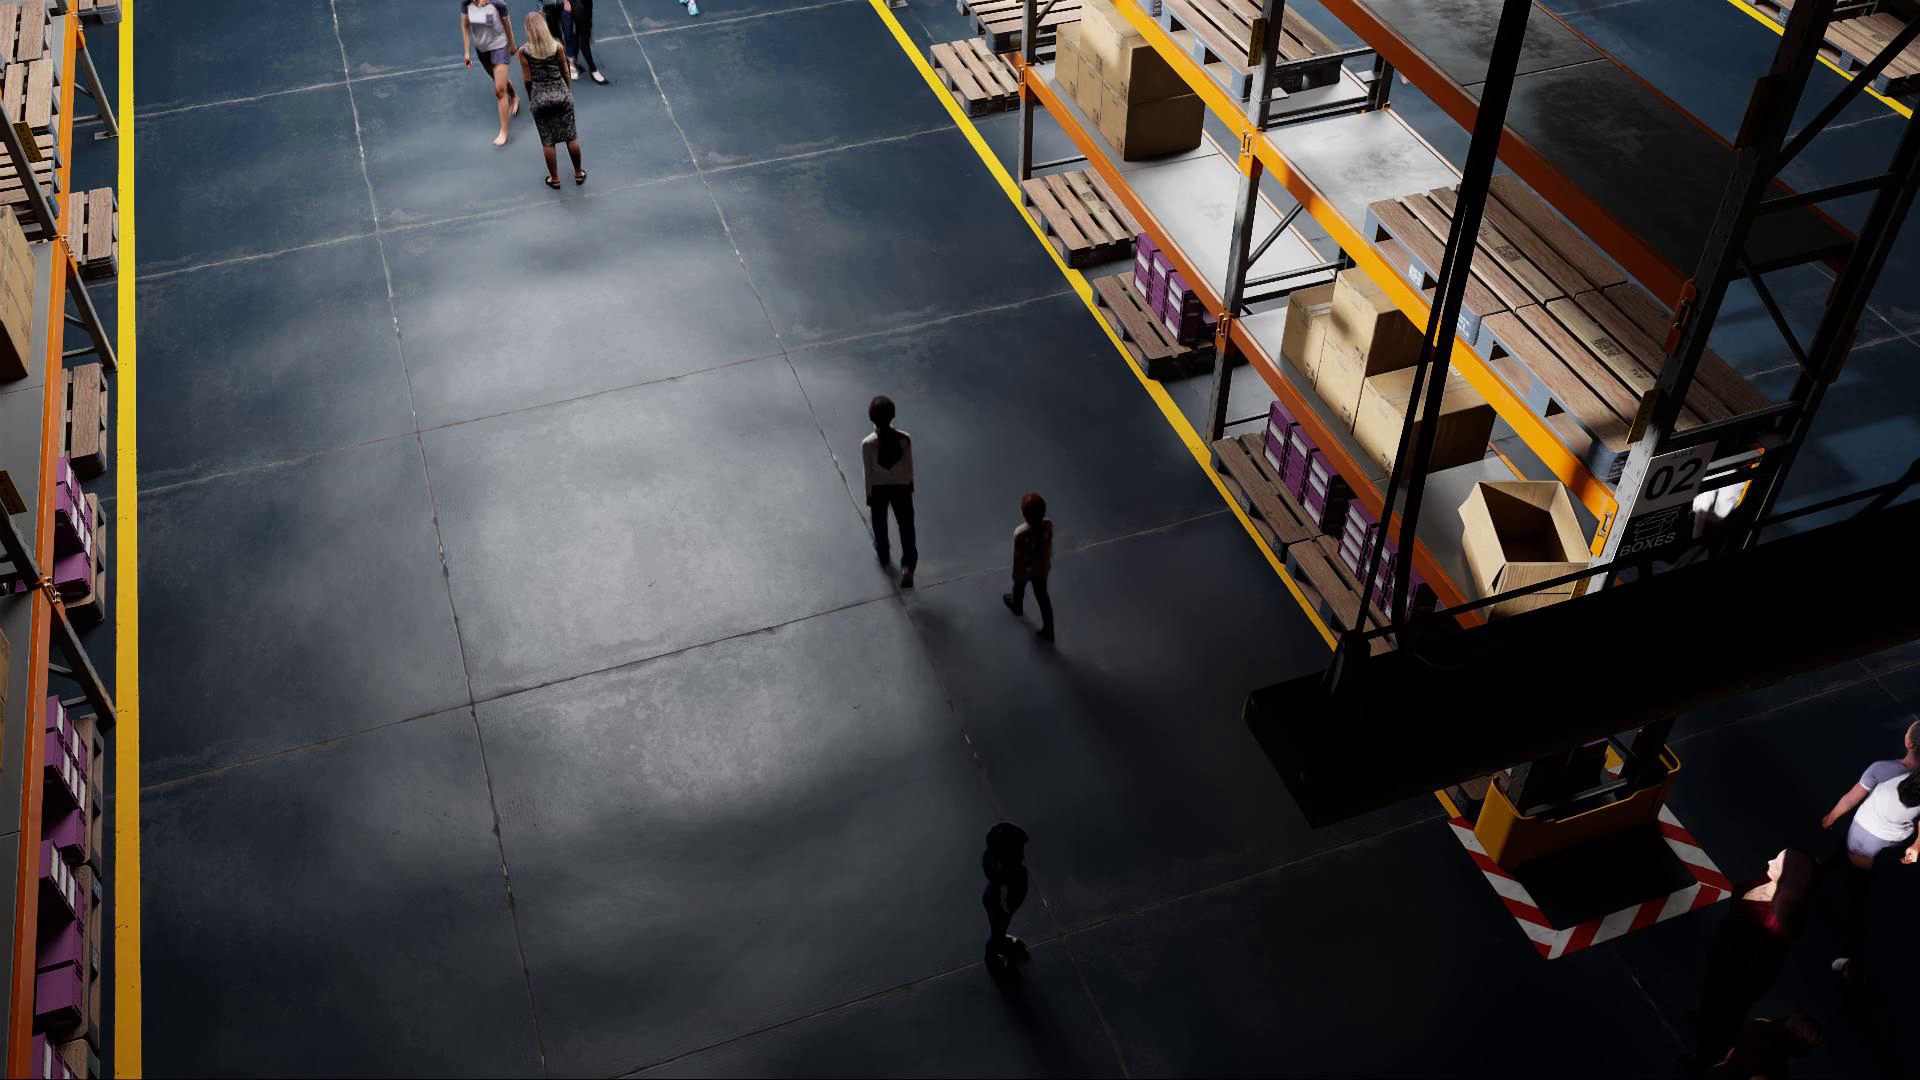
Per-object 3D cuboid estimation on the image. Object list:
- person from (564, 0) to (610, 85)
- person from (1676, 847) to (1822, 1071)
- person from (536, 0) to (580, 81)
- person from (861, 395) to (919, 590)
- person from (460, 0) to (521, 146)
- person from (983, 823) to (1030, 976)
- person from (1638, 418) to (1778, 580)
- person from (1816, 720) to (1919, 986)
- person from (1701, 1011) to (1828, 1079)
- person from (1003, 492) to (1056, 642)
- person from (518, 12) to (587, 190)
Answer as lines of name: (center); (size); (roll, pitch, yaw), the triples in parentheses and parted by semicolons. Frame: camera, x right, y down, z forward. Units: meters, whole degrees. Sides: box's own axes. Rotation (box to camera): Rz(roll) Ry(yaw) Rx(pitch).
person: (-3.879, -5.469, 16.689); (0.930, 1.757, 0.871); (17, 46, 17)
person: (4.107, 2.173, 8.668); (0.831, 1.757, 0.766); (17, 46, 17)
person: (-4.097, -5.477, 16.920); (0.665, 1.449, 0.976); (-8, 44, -8)
person: (-0.482, -0.299, 11.423); (0.630, 1.535, 0.969); (-7, 44, -7)
person: (-4.466, -4.752, 16.003); (0.979, 1.664, 1.180); (7, 44, 8)
person: (0.239, 1.976, 9.262); (0.639, 1.221, 0.552); (10, 45, 10)
person: (4.950, -0.173, 11.066); (0.789, 1.844, 1.271); (-5, 44, -5)
person: (5.083, 1.718, 9.202); (0.903, 1.678, 1.290); (0, 44, 0)
person: (3.673, 2.753, 8.124); (0.894, 1.666, 0.811); (16, 46, 16)
person: (0.510, 0.193, 11.165); (0.552, 1.178, 0.837); (-18, 47, -18)
person: (-3.737, -4.001, 15.186); (0.563, 1.704, 0.493); (-13, 45, -13)
